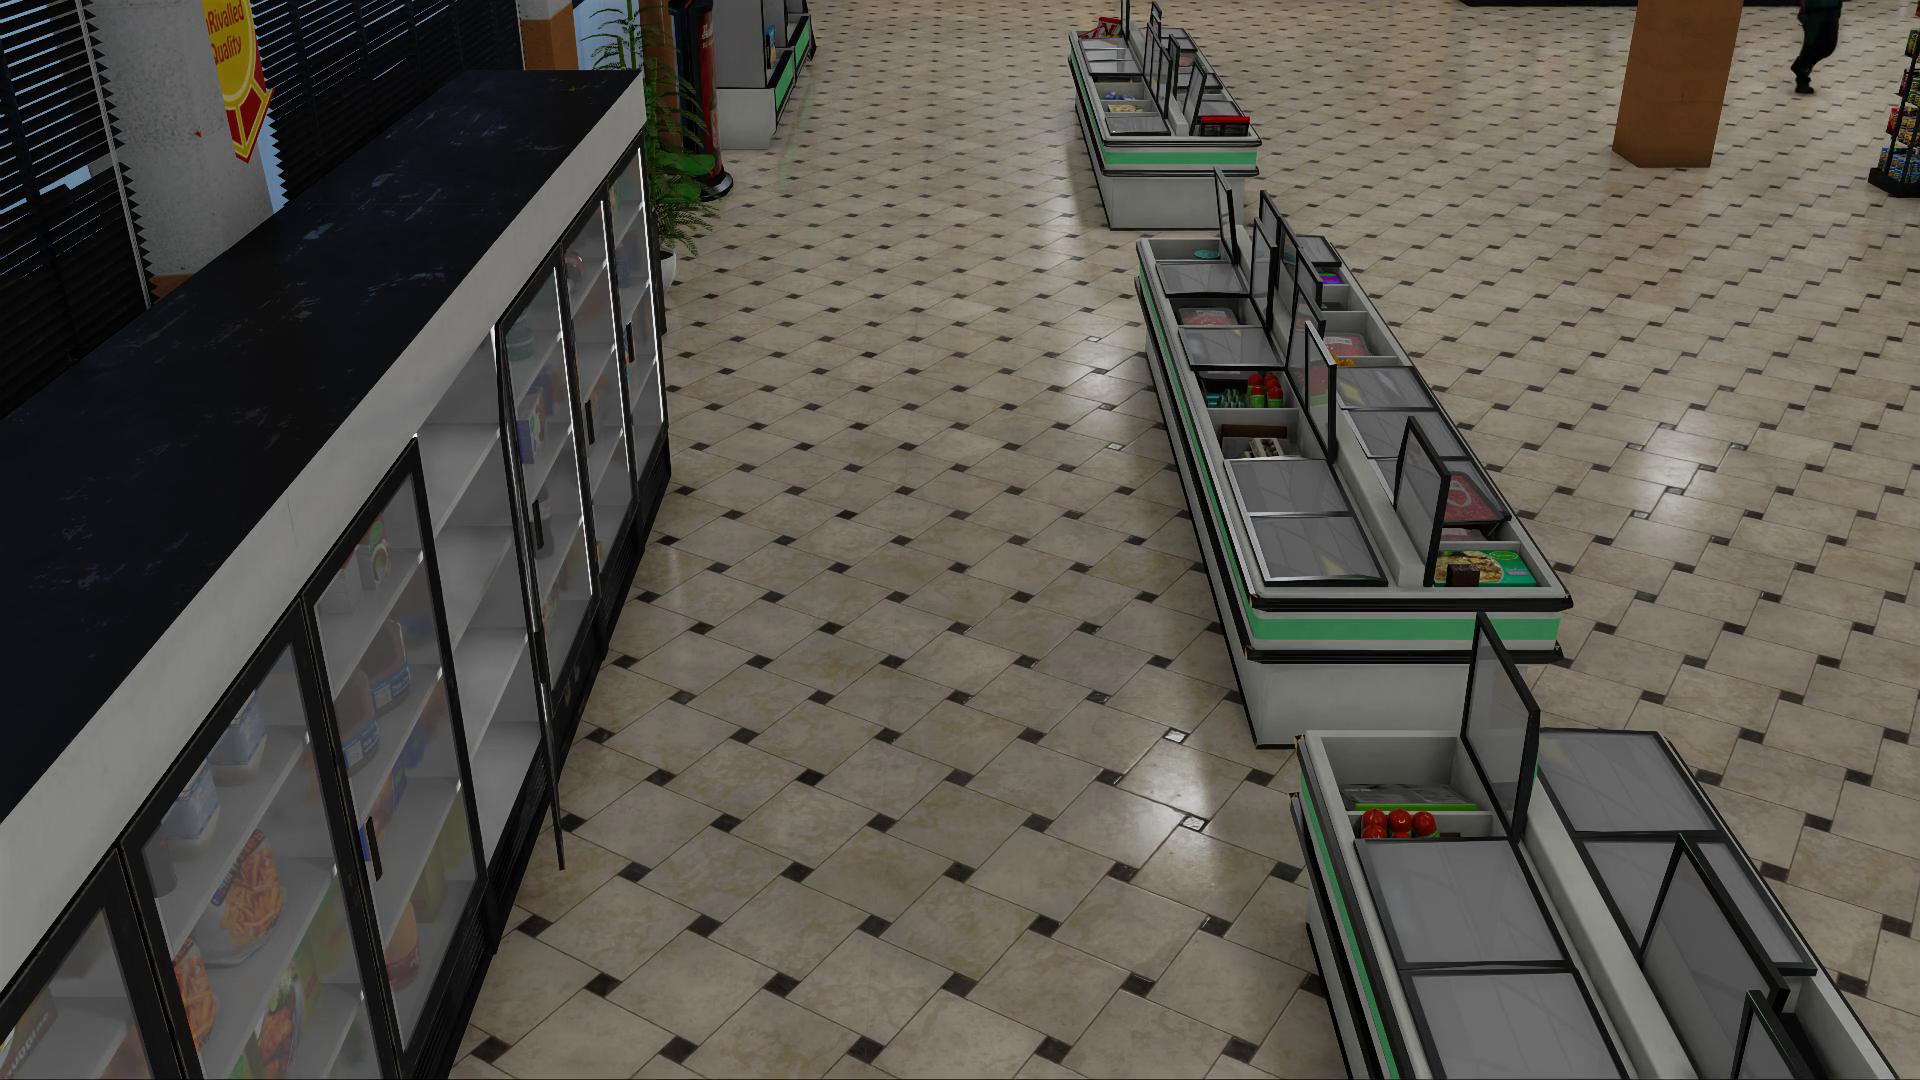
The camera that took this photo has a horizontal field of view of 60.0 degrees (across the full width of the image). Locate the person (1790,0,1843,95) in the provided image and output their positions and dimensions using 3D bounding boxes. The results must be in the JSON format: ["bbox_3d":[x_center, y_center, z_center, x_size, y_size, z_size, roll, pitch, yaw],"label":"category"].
[{"bbox_3d":[9.565,-5.935,18.580,0.755,1.827,0.812,-4,27,-8],"label":"person"}]
